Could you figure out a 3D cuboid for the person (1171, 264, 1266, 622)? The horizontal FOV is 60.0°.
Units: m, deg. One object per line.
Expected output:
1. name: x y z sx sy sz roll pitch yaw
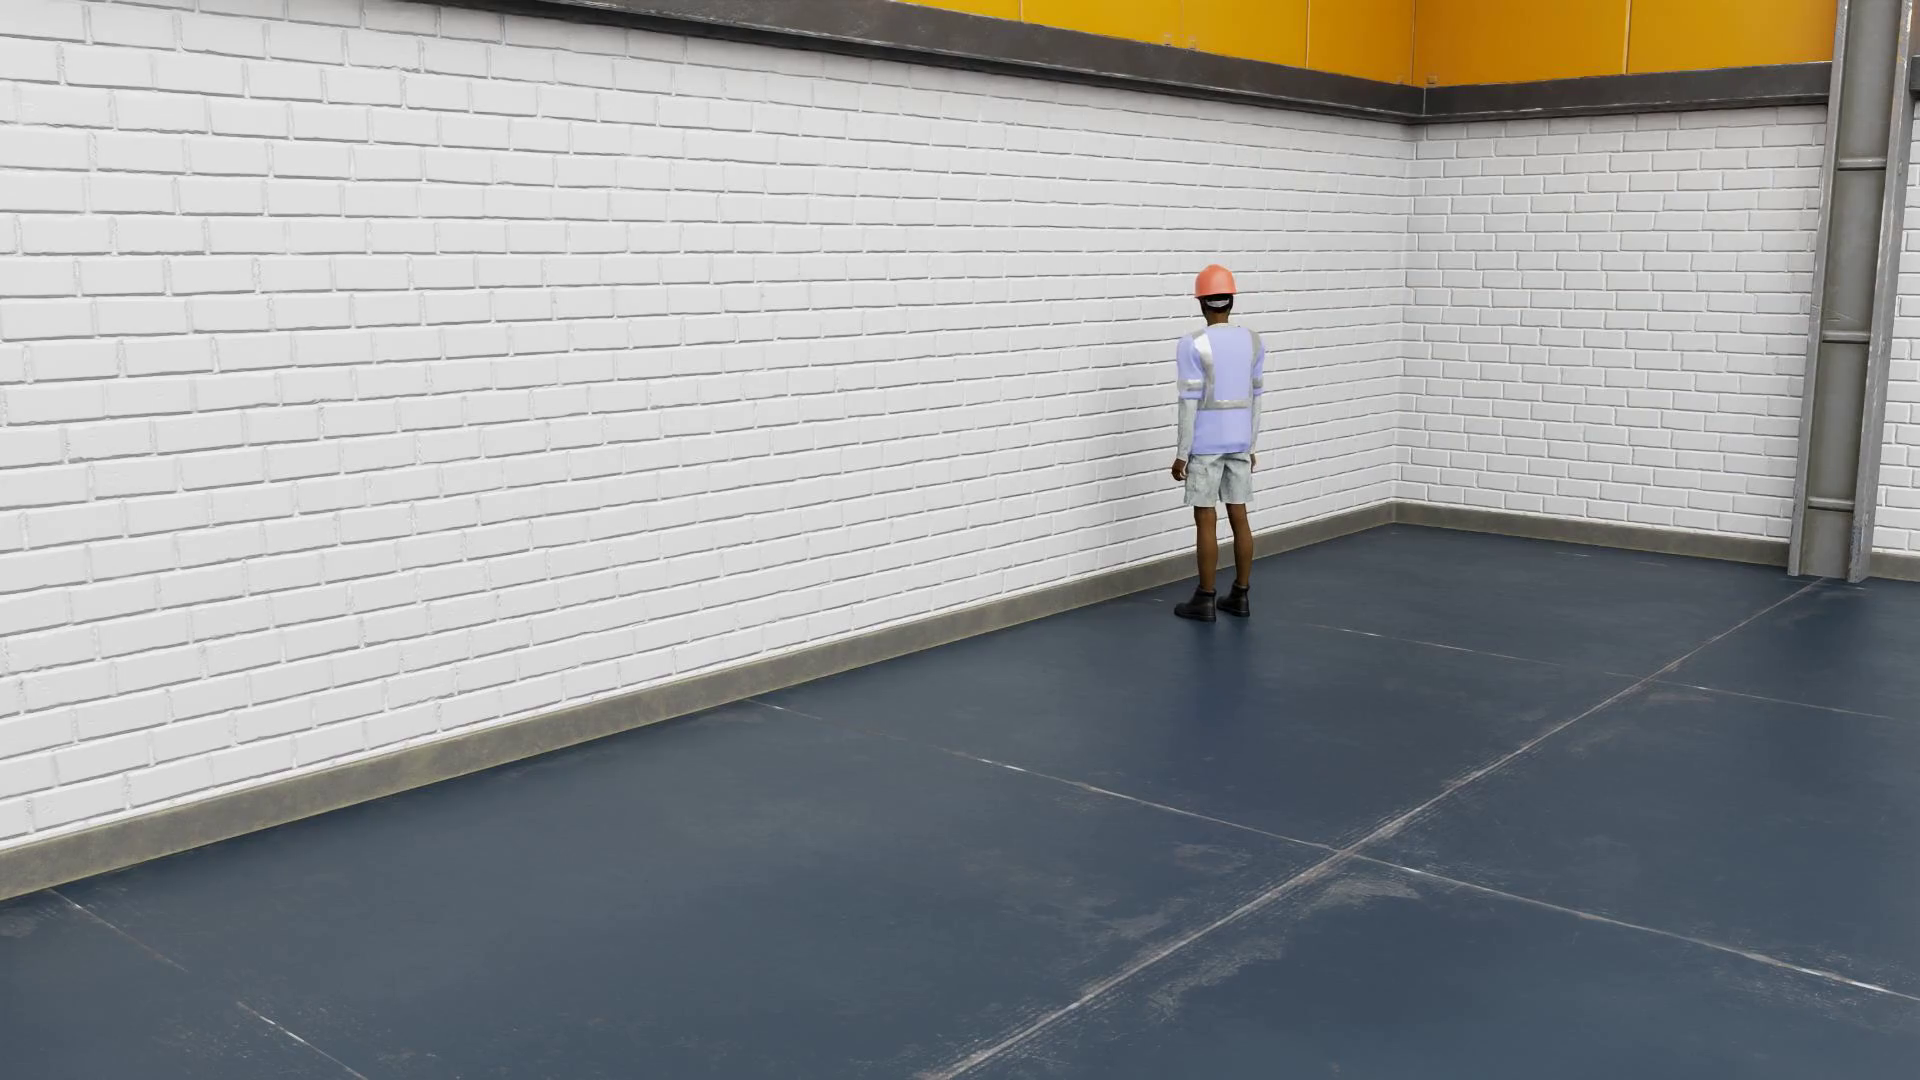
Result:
1. person: 1.383 -0.519 9.042 0.547 1.934 0.375 -5 11 -26
